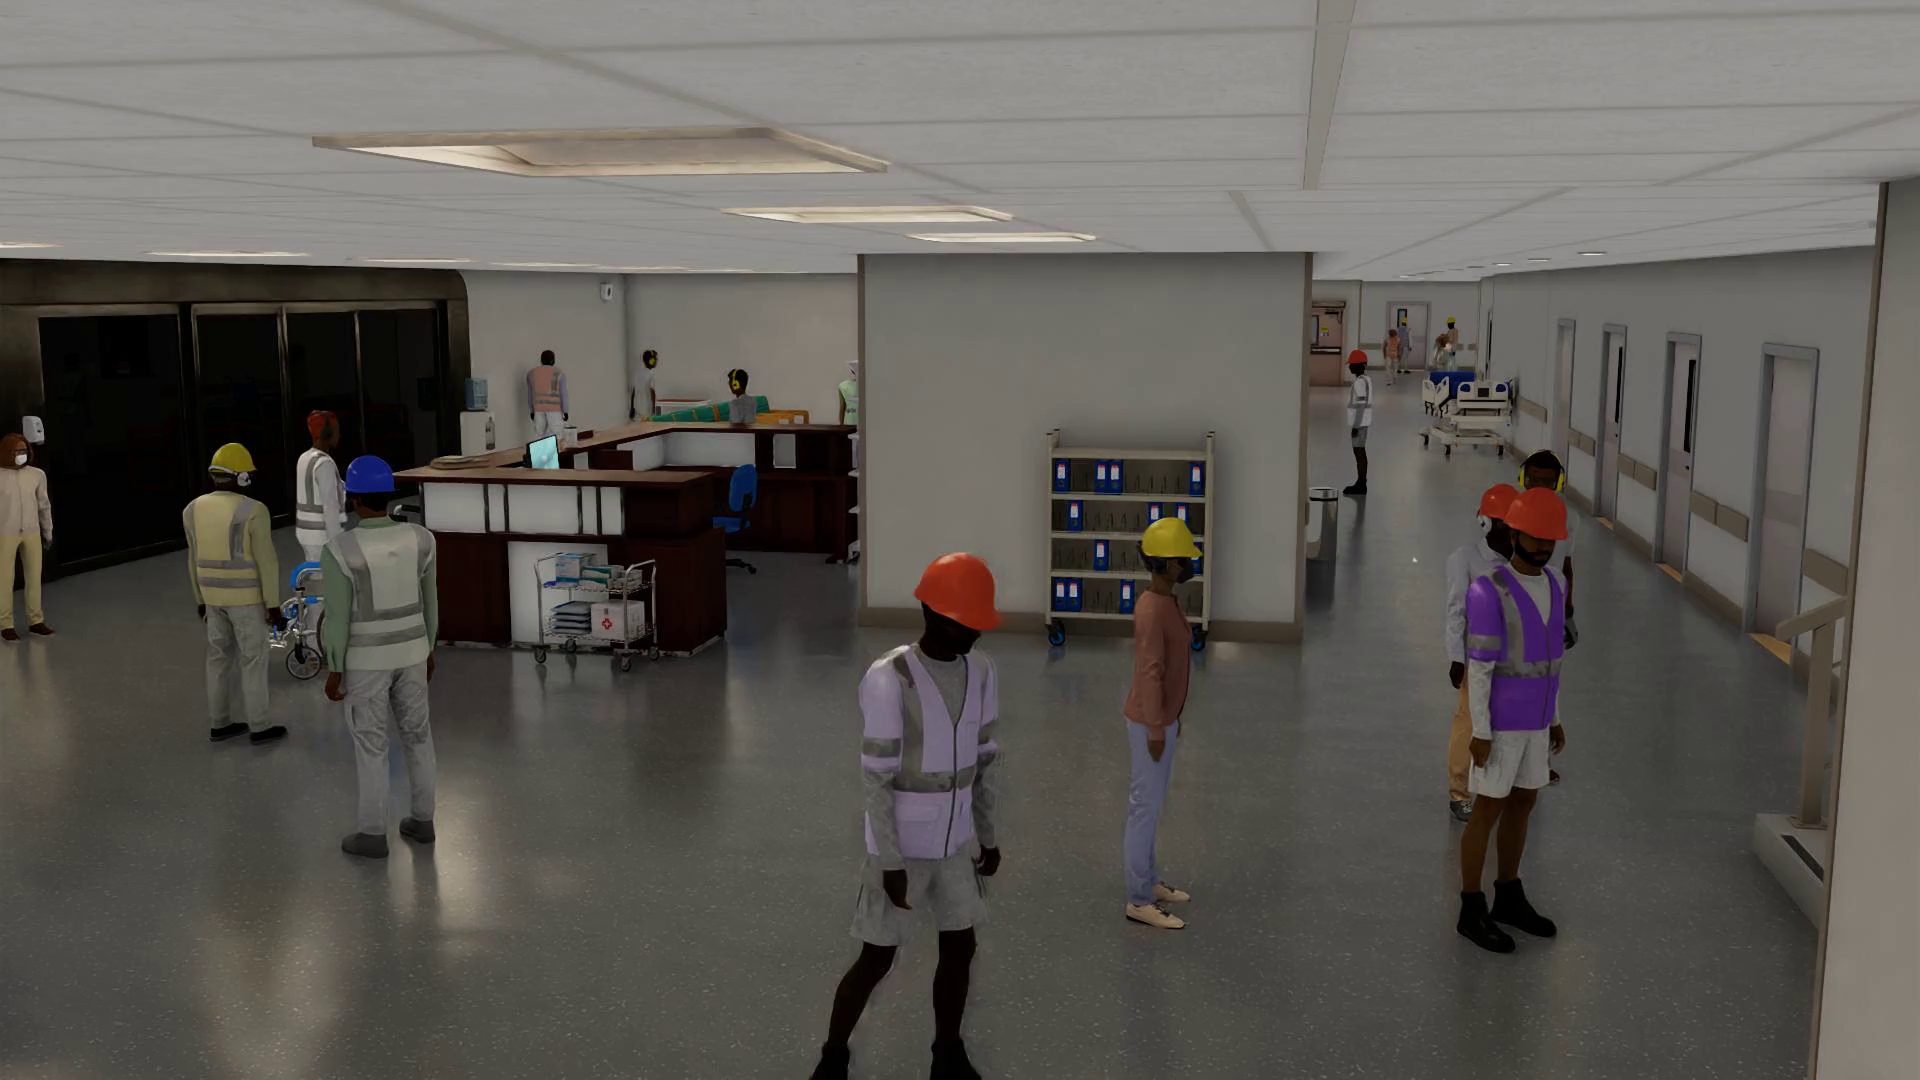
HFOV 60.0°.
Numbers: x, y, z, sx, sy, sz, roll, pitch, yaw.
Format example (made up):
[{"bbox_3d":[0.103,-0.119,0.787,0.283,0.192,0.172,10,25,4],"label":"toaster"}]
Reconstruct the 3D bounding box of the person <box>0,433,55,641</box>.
[{"bbox_3d":[-7.382,-0.028,13.056,0.285,1.627,0.504,6,10,34],"label":"person"}]

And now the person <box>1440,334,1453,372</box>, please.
[{"bbox_3d":[12.134,-4.354,41.696,0.515,1.640,0.315,-4,10,-27],"label":"person"}]

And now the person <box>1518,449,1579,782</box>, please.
[{"bbox_3d":[3.185,0.424,9.258,0.519,1.865,0.331,0,9,-3],"label":"person"}]

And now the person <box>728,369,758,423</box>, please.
[{"bbox_3d":[-2.435,-0.967,18.492,0.328,1.865,0.508,3,9,21],"label":"person"}]

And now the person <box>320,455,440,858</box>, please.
[{"bbox_3d":[-2.800,0.561,8.063,0.384,1.949,0.603,7,11,38],"label":"person"}]

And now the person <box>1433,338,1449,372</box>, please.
[{"bbox_3d":[11.158,-3.882,38.591,0.404,1.621,0.532,-4,9,-23],"label":"person"}]

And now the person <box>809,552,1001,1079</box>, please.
[{"bbox_3d":[-0.154,0.977,5.436,0.727,1.909,0.573,-8,12,-43],"label":"person"}]

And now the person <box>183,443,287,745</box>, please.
[{"bbox_3d":[-4.353,0.329,10.028,0.600,1.827,0.403,3,9,18],"label":"person"}]

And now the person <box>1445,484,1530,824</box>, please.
[{"bbox_3d":[2.756,0.580,8.580,0.562,1.752,0.324,-3,9,-21],"label":"person"}]

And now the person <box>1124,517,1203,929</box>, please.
[{"bbox_3d":[0.879,0.778,7.231,0.318,1.769,0.522,2,9,14],"label":"person"}]

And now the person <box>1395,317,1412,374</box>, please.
[{"bbox_3d":[14.480,-6.343,54.262,0.602,1.829,0.404,7,11,40],"label":"person"}]

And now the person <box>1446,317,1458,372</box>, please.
[{"bbox_3d":[14.817,-5.767,50.178,0.394,1.919,0.582,0,9,-3],"label":"person"}]

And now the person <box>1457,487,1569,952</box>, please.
[{"bbox_3d":[2.344,0.737,6.942,0.548,1.934,0.374,-5,10,-32],"label":"person"}]

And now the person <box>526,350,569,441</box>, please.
[{"bbox_3d":[-6.250,-1.967,25.268,0.645,1.832,0.431,1,9,10],"label":"person"}]

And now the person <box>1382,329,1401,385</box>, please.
[{"bbox_3d":[12.394,-5.252,47.806,0.515,1.596,0.726,1,9,4],"label":"person"}]

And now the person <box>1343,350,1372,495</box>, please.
[{"bbox_3d":[5.313,-1.573,22.272,0.372,1.933,0.552,3,9,21],"label":"person"}]

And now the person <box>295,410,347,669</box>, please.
[{"bbox_3d":[-4.620,-0.004,12.060,0.362,1.872,0.597,-6,10,-34],"label":"person"}]
